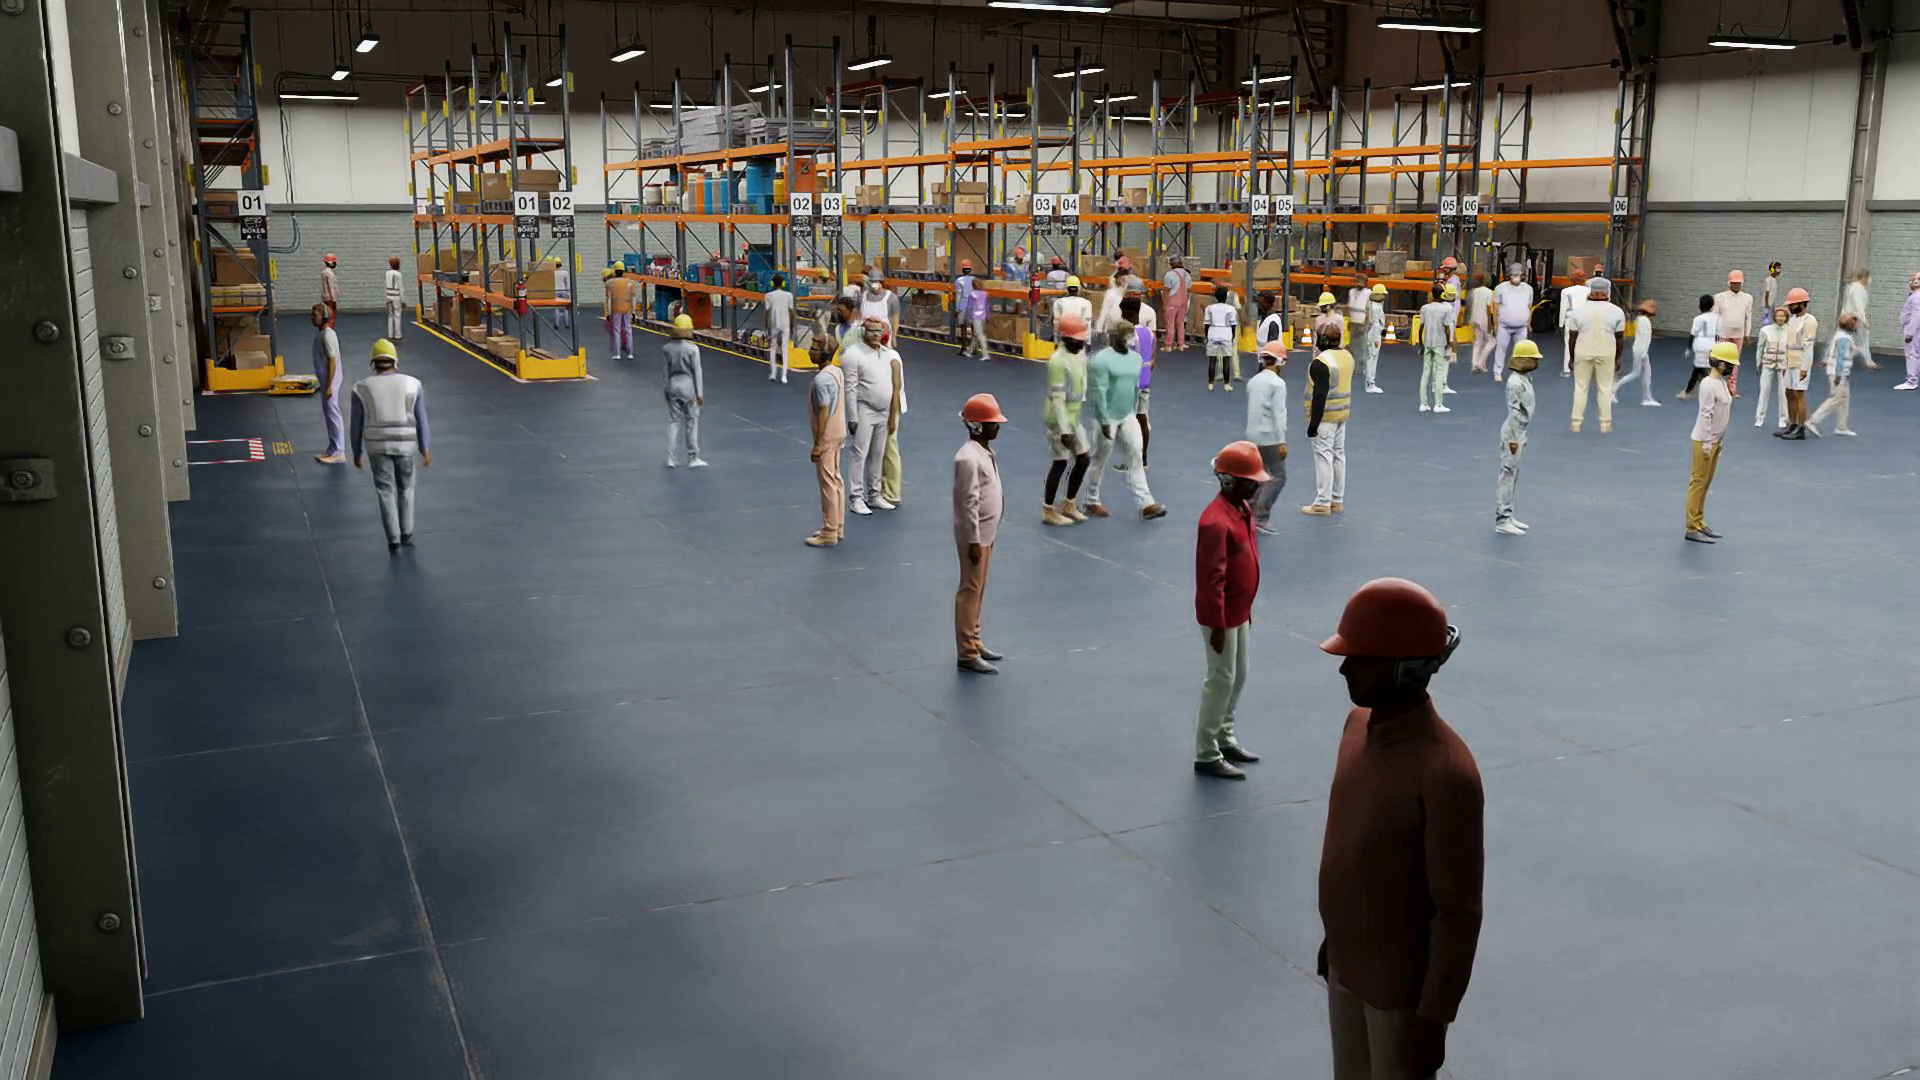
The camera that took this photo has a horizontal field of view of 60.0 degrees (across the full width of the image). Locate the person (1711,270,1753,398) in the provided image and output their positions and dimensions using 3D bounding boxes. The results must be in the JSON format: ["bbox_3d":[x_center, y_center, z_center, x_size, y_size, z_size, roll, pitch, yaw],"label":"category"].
[{"bbox_3d":[12.025,-3.209,25.954,0.623,1.992,0.395,1,11,4],"label":"person"}]

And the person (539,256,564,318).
[{"bbox_3d":[-11.300,-6.938,45.676,0.919,1.684,0.491,-4,12,-19],"label":"person"}]

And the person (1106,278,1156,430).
[{"bbox_3d":[2.309,-2.477,22.118,0.686,2.000,0.535,6,13,28],"label":"person"}]

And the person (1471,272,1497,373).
[{"bbox_3d":[9.408,-3.890,29.842,0.433,1.825,0.538,-4,12,-20],"label":"person"}]

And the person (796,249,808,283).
[{"bbox_3d":[-5.067,-8.282,52.387,0.578,1.738,0.354,-2,11,-12],"label":"person"}]

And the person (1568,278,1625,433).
[{"bbox_3d":[8.366,-2.436,21.913,0.688,2.000,0.536,4,12,21],"label":"person"}]

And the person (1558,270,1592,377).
[{"bbox_3d":[10.827,-3.803,29.261,0.572,1.883,0.355,1,11,4],"label":"person"}]

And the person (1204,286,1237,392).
[{"bbox_3d":[4.209,-3.249,26.909,0.537,1.698,0.320,4,12,21],"label":"person"}]

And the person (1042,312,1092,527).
[{"bbox_3d":[0.975,-1.080,15.145,0.605,1.989,0.655,6,13,29],"label":"person"}]

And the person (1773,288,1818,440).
[{"bbox_3d":[10.664,-2.244,21.237,0.391,1.924,0.552,0,11,-1],"label":"person"}]

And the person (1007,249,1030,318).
[{"bbox_3d":[1.455,-6.209,41.215,0.621,1.999,1.027,-6,13,-27],"label":"person"}]

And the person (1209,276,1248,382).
[{"bbox_3d":[4.596,-3.589,28.385,0.747,1.806,0.403,8,14,36],"label":"person"}]

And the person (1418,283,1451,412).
[{"bbox_3d":[6.896,-2.791,24.153,0.329,1.871,0.513,-11,15,-43],"label":"person"}]

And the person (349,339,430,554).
[{"bbox_3d":[-4.892,-0.812,14.245,0.628,1.803,0.760,-5,12,-24],"label":"person"}]

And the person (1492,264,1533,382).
[{"bbox_3d":[9.457,-3.715,28.409,0.732,2.000,0.535,0,11,2],"label":"person"}]

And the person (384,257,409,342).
[{"bbox_3d":[-12.670,-5.387,37.309,0.585,1.882,0.337,8,14,37],"label":"person"}]

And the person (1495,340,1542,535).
[{"bbox_3d":[5.054,-0.934,15.033,0.312,1.744,0.487,6,13,27],"label":"person"}]

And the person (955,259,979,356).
[{"bbox_3d":[0.140,-4.695,33.653,0.542,1.939,0.364,-5,12,-23],"label":"person"}]

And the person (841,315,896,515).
[{"bbox_3d":[-0.842,-1.207,16.015,0.399,1.905,0.642,9,14,37],"label":"person"}]

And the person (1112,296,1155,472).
[{"bbox_3d":[1.926,-1.730,18.530,0.374,1.959,0.603,8,13,34],"label":"person"}]

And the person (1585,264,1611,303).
[{"bbox_3d":[14.011,-5.189,36.633,0.573,1.749,0.339,1,11,7],"label":"person"}]

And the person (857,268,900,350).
[{"bbox_3d":[-1.287,-3.137,25.474,0.672,2.000,0.536,3,11,13],"label":"person"}]

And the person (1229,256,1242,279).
[{"bbox_3d":[8.206,-7.594,49.164,0.507,1.631,0.267,1,11,7],"label":"person"}]

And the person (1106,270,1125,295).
[{"bbox_3d":[2.805,-3.820,29.384,0.536,1.869,0.312,-6,12,-26],"label":"person"}]

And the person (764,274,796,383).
[{"bbox_3d":[-3.083,-3.624,28.493,0.541,1.834,0.874,-2,11,-9],"label":"person"}]

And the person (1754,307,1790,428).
[{"bbox_3d":[10.996,-2.320,22.378,0.524,1.632,0.315,7,13,30],"label":"person"}]

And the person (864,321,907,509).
[{"bbox_3d":[-0.736,-1.230,16.312,0.390,1.838,0.566,-6,13,-28],"label":"person"}]

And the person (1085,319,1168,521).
[{"bbox_3d":[1.512,-1.106,15.524,0.645,1.887,0.989,-8,13,-34],"label":"person"}]

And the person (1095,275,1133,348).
[{"bbox_3d":[2.644,-3.471,27.697,0.981,1.838,0.711,10,15,41],"label":"person"}]

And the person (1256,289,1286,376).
[{"bbox_3d":[3.951,-2.240,21.256,0.391,1.912,0.589,0,11,-1],"label":"person"}]

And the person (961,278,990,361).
[{"bbox_3d":[0.308,-4.327,32.648,0.860,1.592,0.525,10,15,40],"label":"person"}]

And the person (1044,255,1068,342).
[{"bbox_3d":[2.145,-5.394,37.225,0.549,1.940,0.376,-7,13,-33],"label":"person"}]

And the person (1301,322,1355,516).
[{"bbox_3d":[3.506,-1.158,15.926,0.430,1.843,0.626,9,15,40],"label":"person"}]

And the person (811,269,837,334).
[{"bbox_3d":[-2.828,-4.796,34.745,0.534,1.704,0.928,-6,13,-27],"label":"person"}]

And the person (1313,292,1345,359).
[{"bbox_3d":[5.236,-2.648,23.730,0.342,1.754,0.532,-8,14,-36],"label":"person"}]
